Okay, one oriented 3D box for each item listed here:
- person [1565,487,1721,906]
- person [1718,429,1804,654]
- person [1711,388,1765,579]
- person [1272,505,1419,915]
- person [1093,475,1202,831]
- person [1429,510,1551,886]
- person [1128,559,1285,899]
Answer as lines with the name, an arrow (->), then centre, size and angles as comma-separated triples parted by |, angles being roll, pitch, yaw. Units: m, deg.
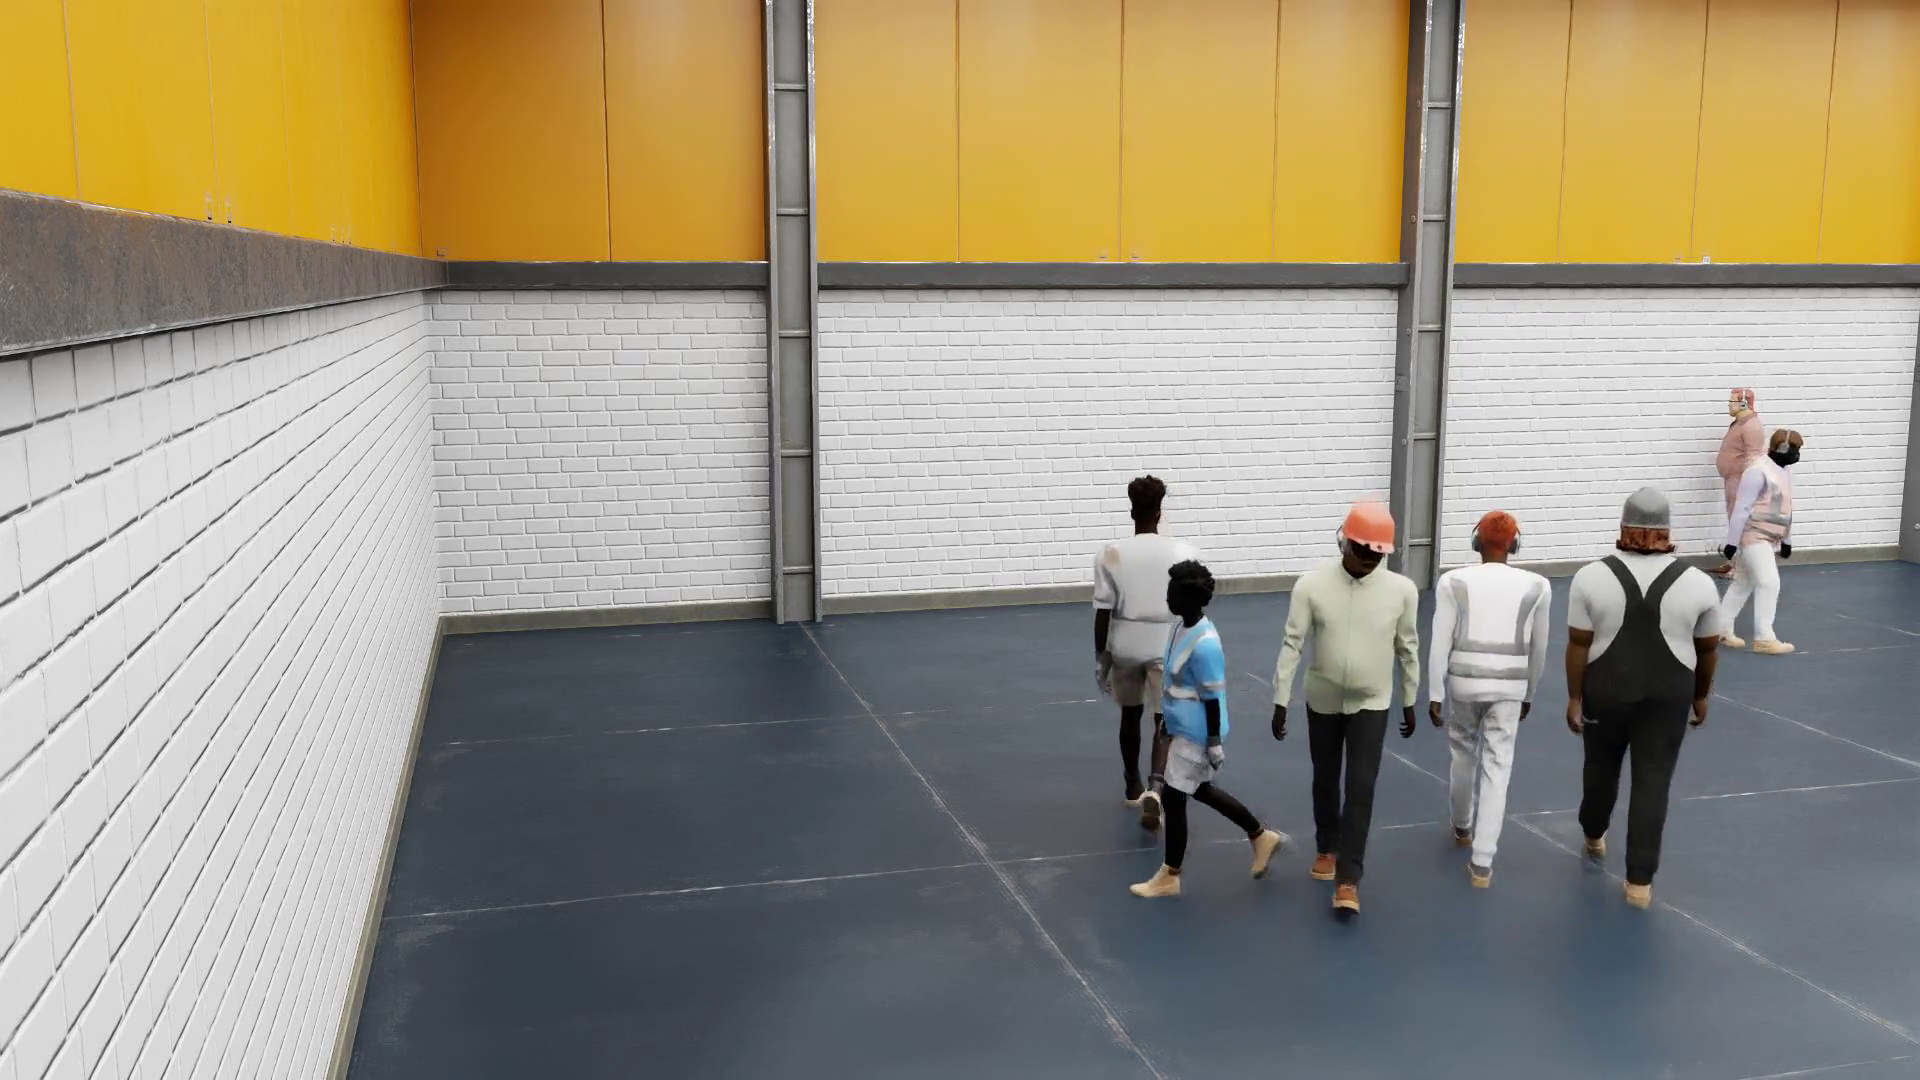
person -> 3.366, 0.698, 8.262 | 0.696, 2.000, 1.030 | 3, 10, 19
person -> 6.444, 0.007, 13.320 | 0.804, 1.797, 0.645 | 8, 12, 42
person -> 7.727, -0.561, 16.540 | 0.402, 1.906, 0.652 | 2, 9, 15
person -> 1.842, 0.795, 7.976 | 0.677, 1.929, 0.996 | 3, 9, 16
person -> 1.025, 0.608, 9.165 | 0.597, 1.941, 0.889 | 2, 9, 12
person -> 2.691, 0.762, 8.505 | 0.572, 1.828, 0.931 | 3, 9, 16
person -> 1.225, 0.911, 8.071 | 0.744, 1.672, 0.526 | 0, 9, -2
